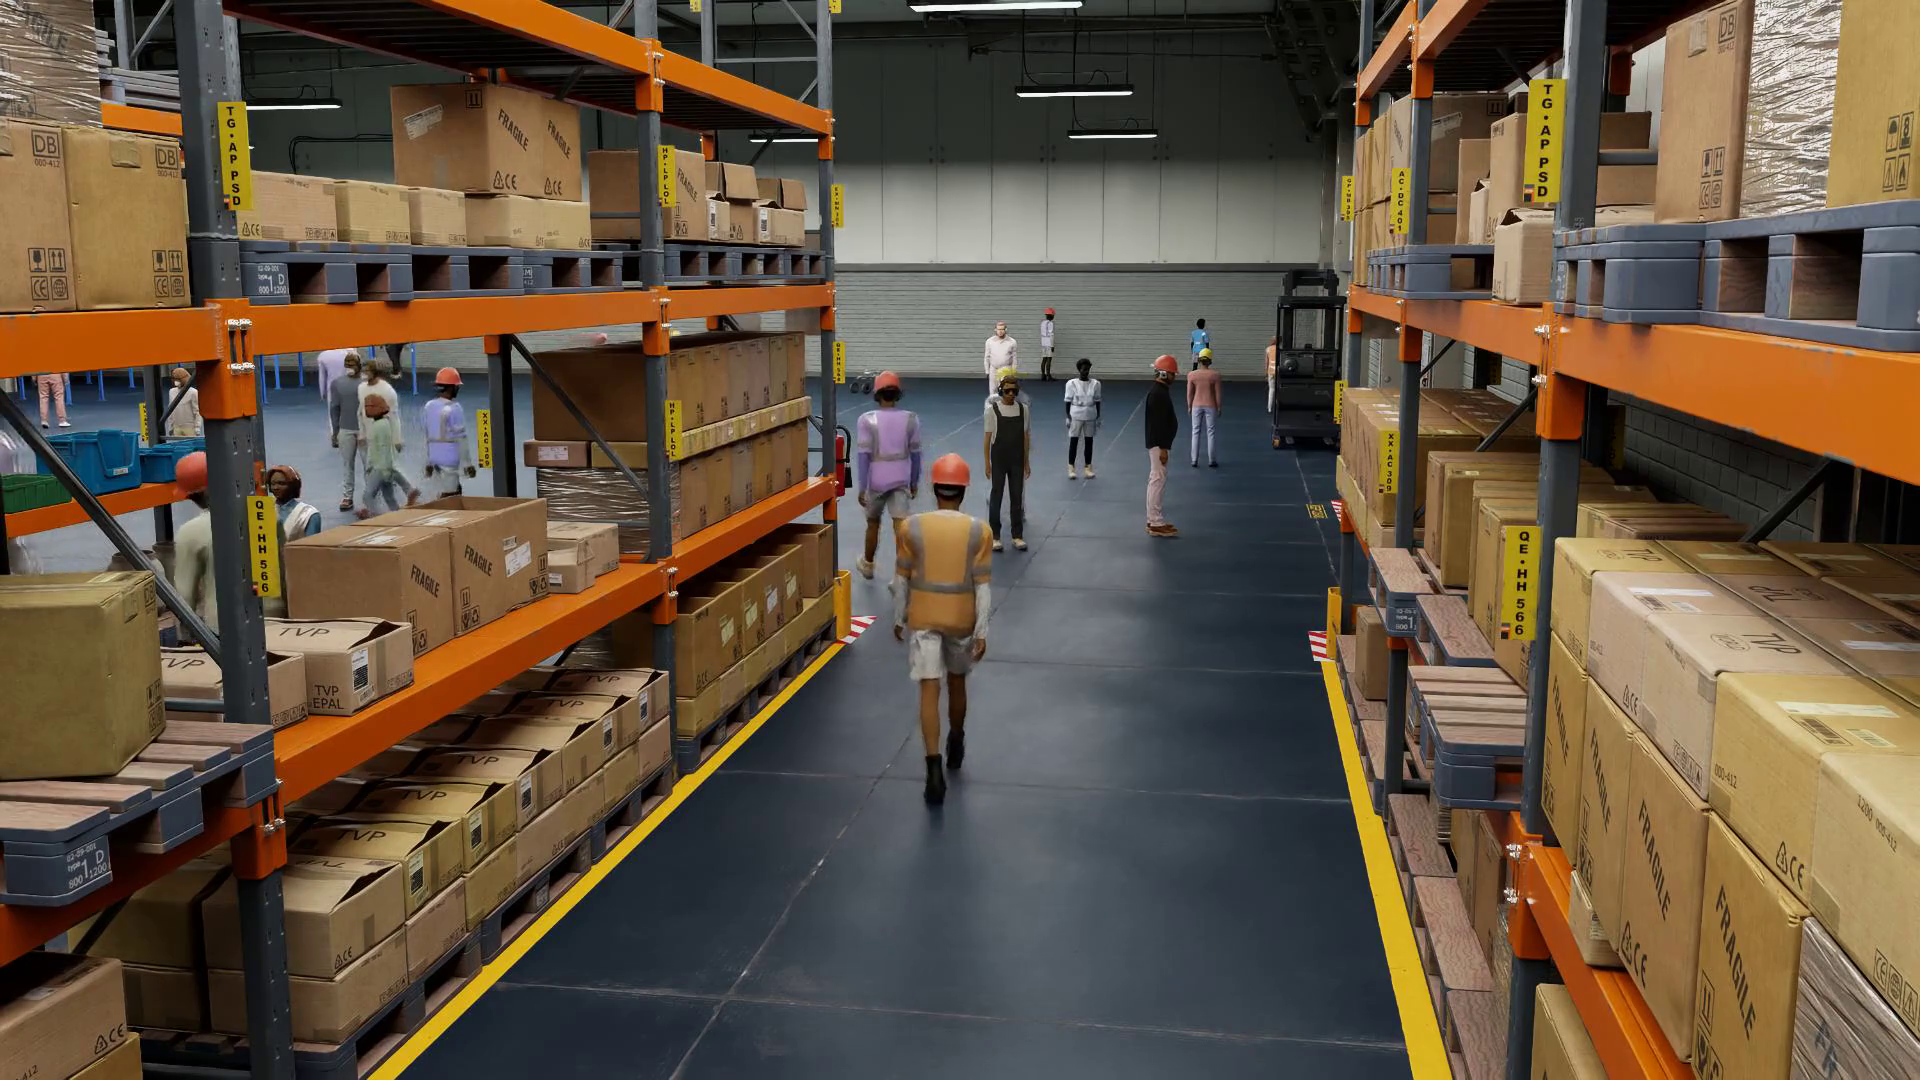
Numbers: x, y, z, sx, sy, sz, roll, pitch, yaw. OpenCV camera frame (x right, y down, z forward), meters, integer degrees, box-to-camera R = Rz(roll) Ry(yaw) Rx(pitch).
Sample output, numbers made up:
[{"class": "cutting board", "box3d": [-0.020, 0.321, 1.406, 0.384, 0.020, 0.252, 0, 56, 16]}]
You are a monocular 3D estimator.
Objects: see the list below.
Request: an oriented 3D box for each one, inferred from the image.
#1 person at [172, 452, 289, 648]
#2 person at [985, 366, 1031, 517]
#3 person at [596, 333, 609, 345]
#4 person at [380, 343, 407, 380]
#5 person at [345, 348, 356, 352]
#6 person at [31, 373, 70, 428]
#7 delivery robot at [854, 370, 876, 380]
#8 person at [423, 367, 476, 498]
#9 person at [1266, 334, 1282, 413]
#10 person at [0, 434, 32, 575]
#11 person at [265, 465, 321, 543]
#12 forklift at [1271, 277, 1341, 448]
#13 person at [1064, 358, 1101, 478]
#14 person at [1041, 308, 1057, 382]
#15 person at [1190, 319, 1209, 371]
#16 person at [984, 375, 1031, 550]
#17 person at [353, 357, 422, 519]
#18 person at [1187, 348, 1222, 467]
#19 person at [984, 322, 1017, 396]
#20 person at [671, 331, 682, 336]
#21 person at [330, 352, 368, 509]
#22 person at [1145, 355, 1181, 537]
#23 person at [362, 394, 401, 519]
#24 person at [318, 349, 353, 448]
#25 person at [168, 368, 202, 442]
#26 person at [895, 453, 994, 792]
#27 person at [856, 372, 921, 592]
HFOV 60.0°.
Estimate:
[{"class": "person", "box3d": [-3.960, 0.484, 9.131, 0.704, 1.951, 0.415, -8, 12, -42]}, {"class": "person", "box3d": [0.560, -1.177, 19.885, 0.605, 1.784, 0.954, -3, 10, -15]}, {"class": "person", "box3d": [-6.077, -2.578, 28.278, 0.646, 1.866, 0.988, 6, 11, 34]}, {"class": "person", "box3d": [-15.277, -5.351, 44.954, 1.007, 2.000, 0.682, 8, 12, 41]}, {"class": "person", "box3d": [-11.899, -3.343, 32.426, 0.393, 2.044, 0.609, -7, 11, -35]}, {"class": "person", "box3d": [-16.979, -3.026, 31.022, 0.674, 1.924, 0.500, -2, 9, -11]}, {"class": "delivery robot", "box3d": [-2.233, -3.959, 39.847, 0.335, 0.223, 0.699, 8, 12, 42]}, {"class": "person", "box3d": [-5.293, -0.839, 17.371, 0.548, 1.913, 0.666, 8, 12, 42]}, {"class": "person", "box3d": [6.464, -3.394, 33.995, 0.334, 1.632, 0.539, -8, 12, -41]}, {"class": "person", "box3d": [-8.295, -0.238, 14.020, 0.927, 1.796, 0.659, -7, 12, -37]}, {"class": "person", "box3d": [-4.482, 0.314, 11.122, 0.514, 1.639, 0.309, 2, 9, 12]}, {"class": "forklift", "box3d": [5.847, -3.016, 27.970, 1.129, 2.768, 1.873, 1, 9, 9]}, {"class": "person", "box3d": [1.736, -1.719, 23.473, 0.540, 1.696, 0.317, -2, 9, -12]}, {"class": "person", "box3d": [2.360, -5.182, 44.097, 0.374, 1.935, 0.552, -5, 10, -26]}, {"class": "person", "box3d": [6.144, -4.809, 42.535, 0.542, 1.695, 0.316, 7, 12, 39]}, {"class": "person", "box3d": [0.493, -0.815, 17.469, 0.505, 1.841, 0.331, -3, 10, -20]}, {"class": "person", "box3d": [-6.896, -1.255, 19.988, 0.625, 1.908, 0.934, 8, 12, 40]}, {"class": "person", "box3d": [3.652, -1.974, 24.840, 0.525, 1.769, 0.308, 3, 10, 15]}, {"class": "person", "box3d": [0.799, -3.310, 32.645, 0.641, 1.908, 0.408, 0, 9, 0]}, {"class": "person", "box3d": [-5.489, -3.238, 32.729, 0.867, 1.721, 0.549, -4, 10, -22]}, {"class": "person", "box3d": [-7.408, -1.345, 20.441, 0.627, 1.934, 0.370, -1, 9, -9]}, {"class": "person", "box3d": [2.241, -1.055, 18.474, 0.383, 1.992, 0.609, 0, 9, 2]}, {"class": "person", "box3d": [-6.244, -0.743, 17.730, 0.651, 1.613, 0.514, -3, 10, -17]}, {"class": "person", "box3d": [-10.078, -2.419, 27.095, 0.649, 1.919, 0.448, -2, 9, -11]}, {"class": "person", "box3d": [-10.363, -1.487, 22.239, 0.499, 1.633, 0.284, 3, 10, 16]}, {"class": "person", "box3d": [-0.092, 0.455, 9.496, 0.561, 1.897, 0.981, 0, 9, -2]}, {"class": "person", "box3d": [-0.682, -0.551, 15.360, 0.641, 1.988, 1.035, -3, 10, -19]}]
